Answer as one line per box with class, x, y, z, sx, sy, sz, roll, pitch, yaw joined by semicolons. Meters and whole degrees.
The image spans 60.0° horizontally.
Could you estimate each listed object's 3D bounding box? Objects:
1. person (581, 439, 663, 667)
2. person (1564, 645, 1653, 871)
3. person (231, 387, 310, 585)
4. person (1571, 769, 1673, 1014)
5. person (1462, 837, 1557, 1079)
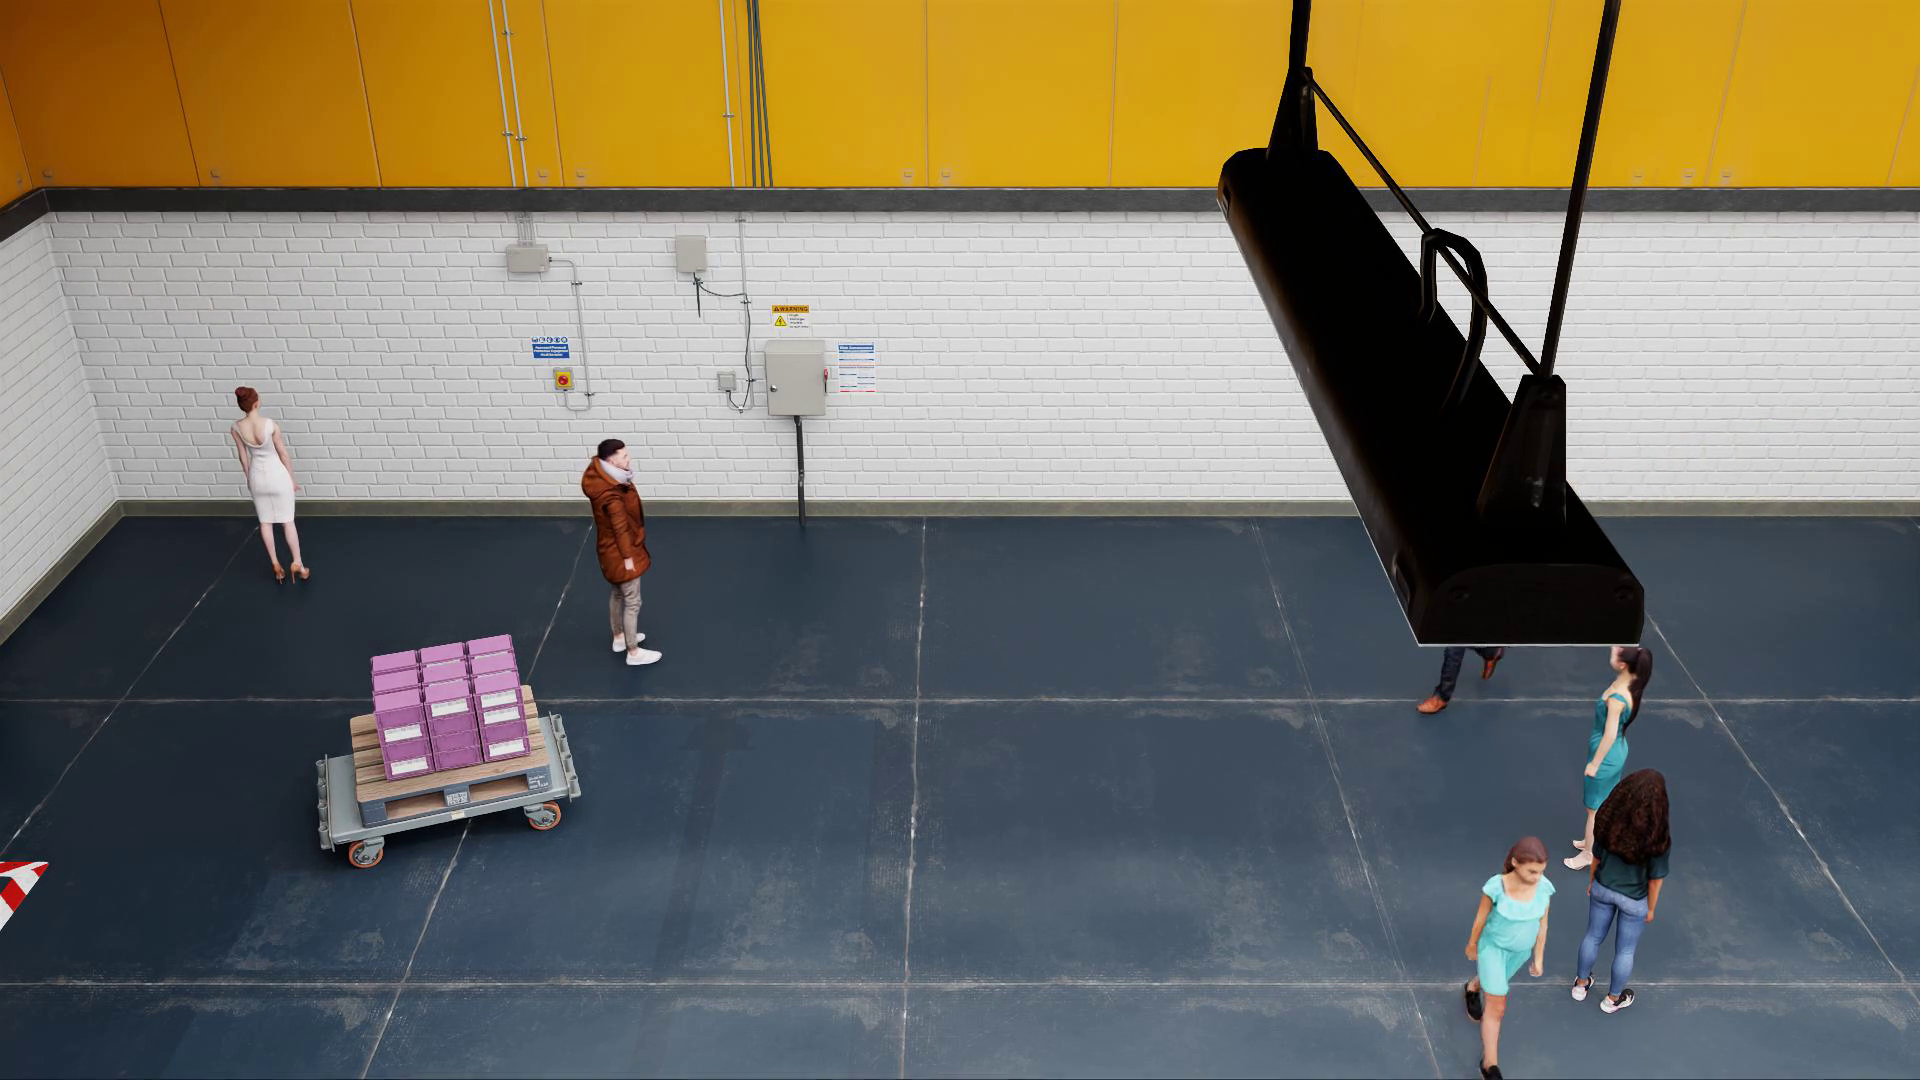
person;-2.591;0.087;12.658;0.902;1.839;0.814;-16;32;-26
person;4.079;1.355;10.487;0.682;1.692;0.584;18;33;29
person;-5.698;-0.456;13.705;0.575;1.791;0.475;1;29;1
person;3.746;1.982;9.416;0.715;1.617;0.771;24;37;37
person;2.967;2.190;9.136;0.611;1.521;1.052;-2;29;-3
